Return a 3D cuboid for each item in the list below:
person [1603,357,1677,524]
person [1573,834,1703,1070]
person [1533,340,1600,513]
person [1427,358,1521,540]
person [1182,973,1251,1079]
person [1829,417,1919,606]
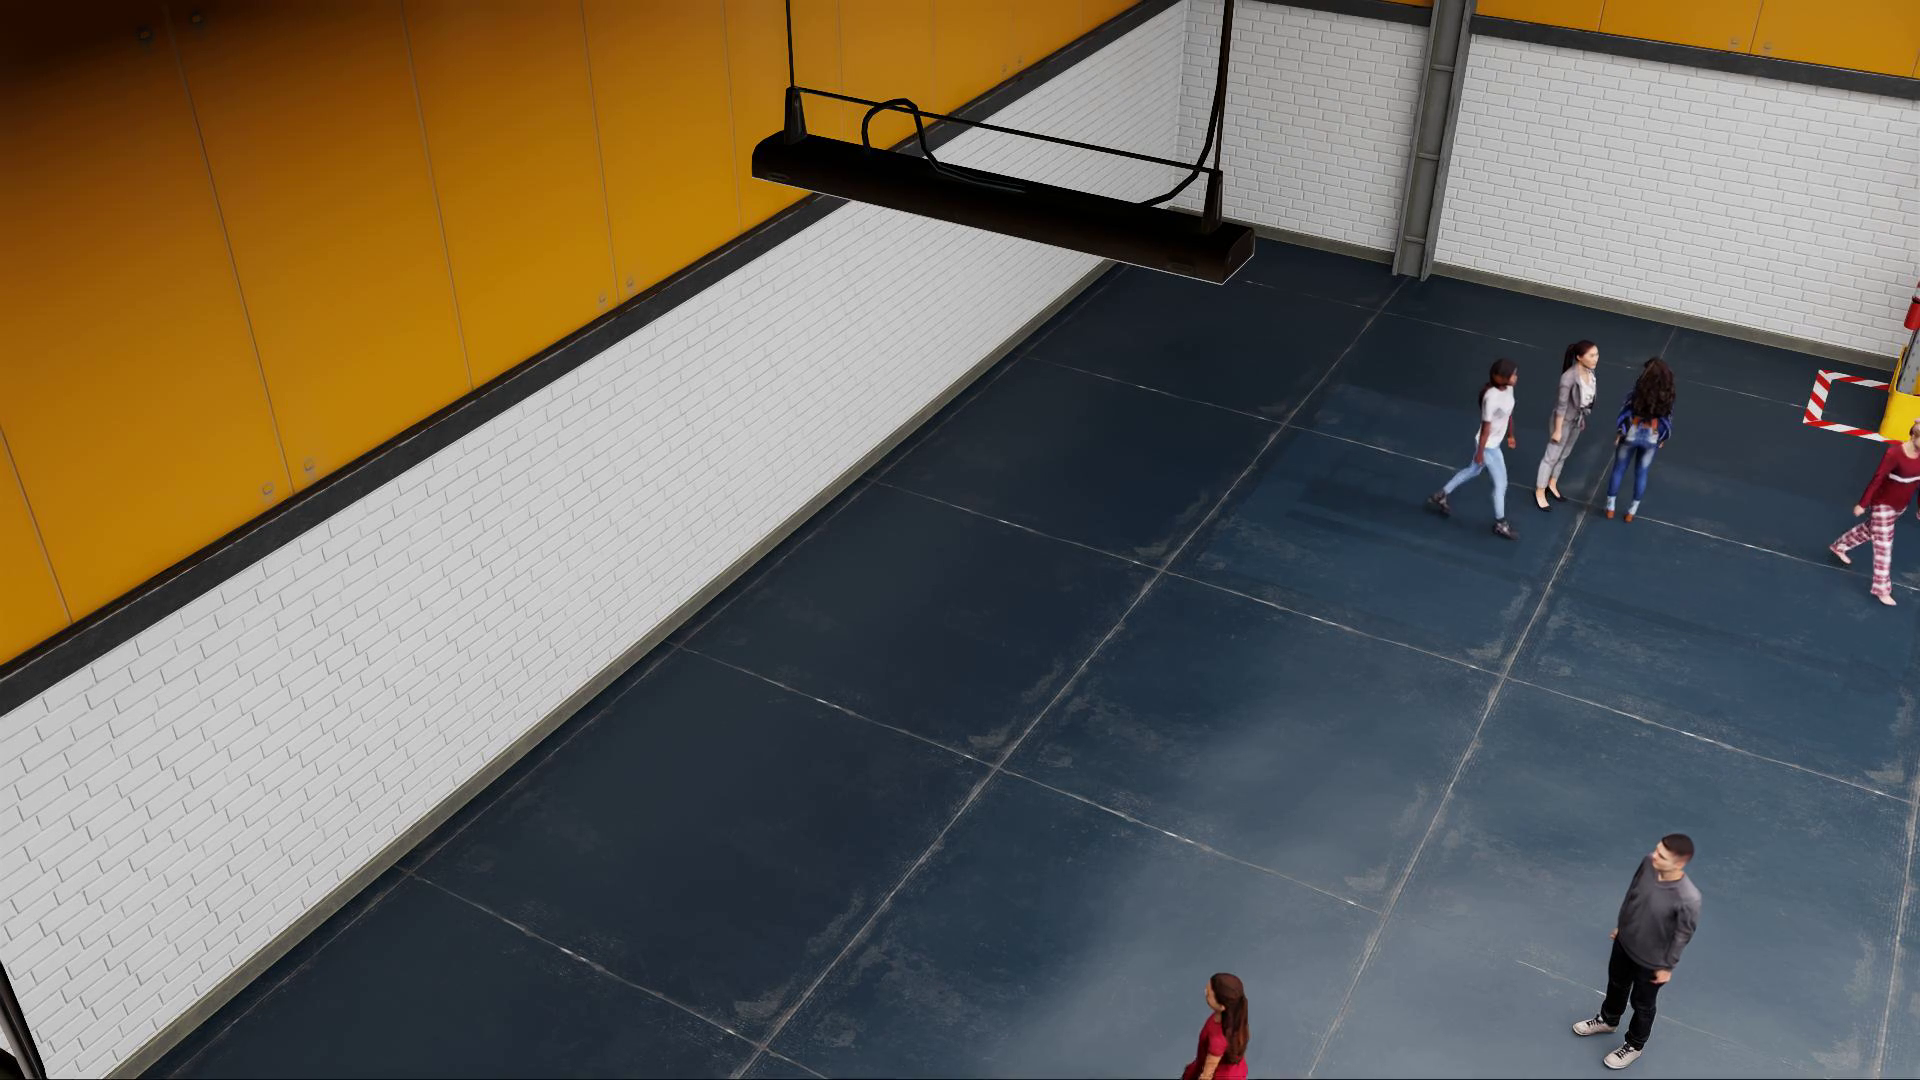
[{"bbox_3d":[6.084,-0.905,14.918,0.587,1.619,0.744,11,35,15],"label":"person"},{"bbox_3d":[4.052,2.396,9.823,0.757,1.761,0.671,-12,36,-18],"label":"person"},{"bbox_3d":[5.511,-1.060,15.097,0.692,1.677,0.688,-25,41,-33],"label":"person"},{"bbox_3d":[4.632,-0.863,14.794,1.093,1.685,0.589,19,38,26],"label":"person"},{"bbox_3d":[1.503,2.995,9.146,1.058,1.512,0.634,13,36,19],"label":"person"},{"bbox_3d":[7.793,-0.349,14.039,1.103,1.665,1.179,-11,35,-16],"label":"person"}]
